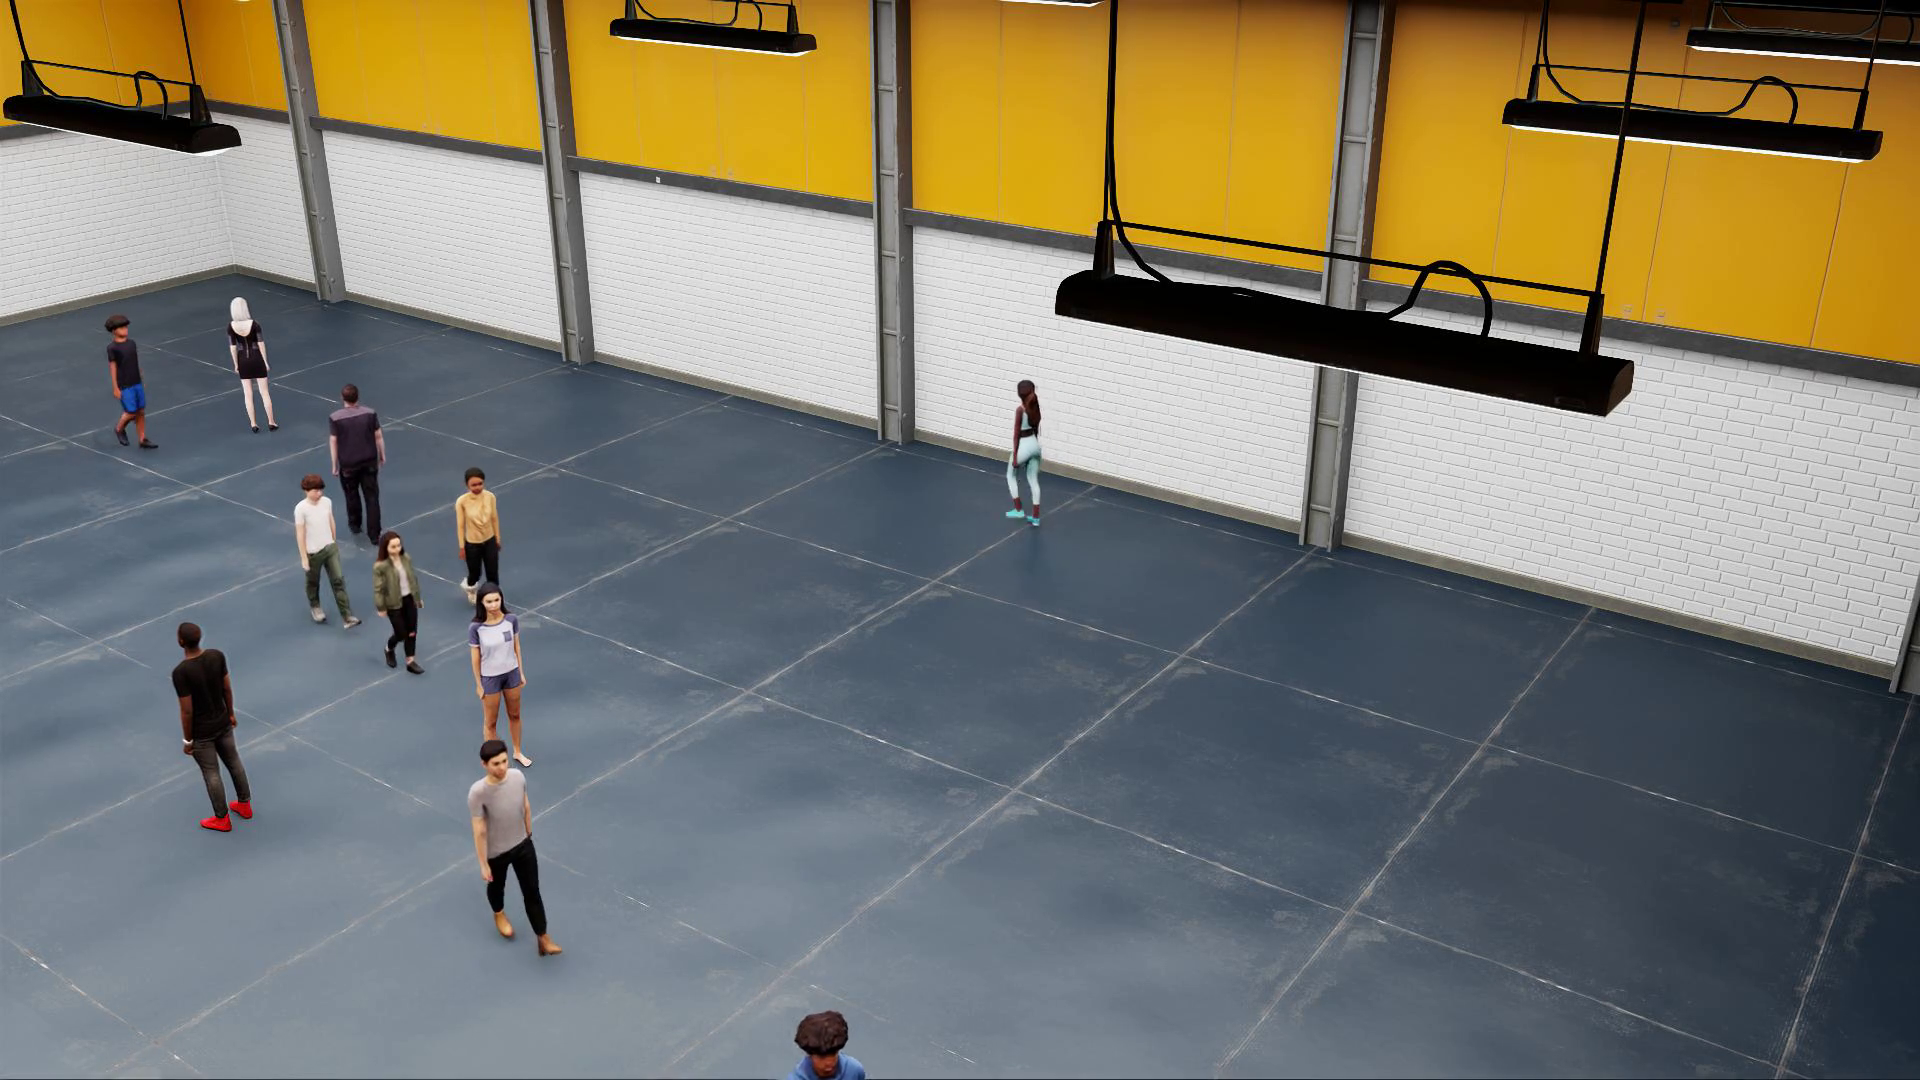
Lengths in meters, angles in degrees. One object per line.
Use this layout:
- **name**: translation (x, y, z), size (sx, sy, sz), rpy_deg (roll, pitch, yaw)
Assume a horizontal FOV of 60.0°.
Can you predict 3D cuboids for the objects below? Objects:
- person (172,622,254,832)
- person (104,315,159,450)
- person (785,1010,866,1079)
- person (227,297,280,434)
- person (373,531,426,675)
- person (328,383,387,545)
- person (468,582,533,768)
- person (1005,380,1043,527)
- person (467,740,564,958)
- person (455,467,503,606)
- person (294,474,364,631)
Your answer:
- **person**: translation (-5.994, 1.477, 13.274), size (0.566, 1.804, 0.679), rpy_deg (11, 26, 24)
- **person**: translation (-10.701, -2.007, 21.263), size (0.883, 1.789, 0.731), rpy_deg (9, 25, 20)
- **person**: translation (-0.776, 3.298, 9.138), size (1.061, 1.779, 1.256), rpy_deg (-9, 25, -20)
- **person**: translation (-9.332, -2.303, 21.890), size (0.636, 1.829, 0.690), rpy_deg (-5, 24, -10)
- **person**: translation (-5.346, 0.581, 15.741), size (0.642, 1.468, 0.579), rpy_deg (16, 29, 33)
- **person**: translation (-6.673, -0.816, 18.492), size (0.993, 1.826, 1.087), rpy_deg (-11, 26, -24)
- **person**: translation (-3.906, 1.156, 14.095), size (0.645, 1.734, 0.615), rpy_deg (-16, 28, -33)
- **person**: translation (0.815, -0.967, 18.985), size (0.675, 1.707, 0.742), rpy_deg (-20, 30, -37)
- **person**: translation (-3.282, 2.155, 11.879), size (0.843, 1.678, 1.155), rpy_deg (-17, 29, -34)
- **person**: translation (-4.877, 0.028, 16.801), size (0.866, 1.634, 1.099), rpy_deg (-14, 27, -29)
- **person**: translation (-6.461, 0.104, 16.658), size (1.141, 1.607, 0.724), rpy_deg (22, 32, 40)
